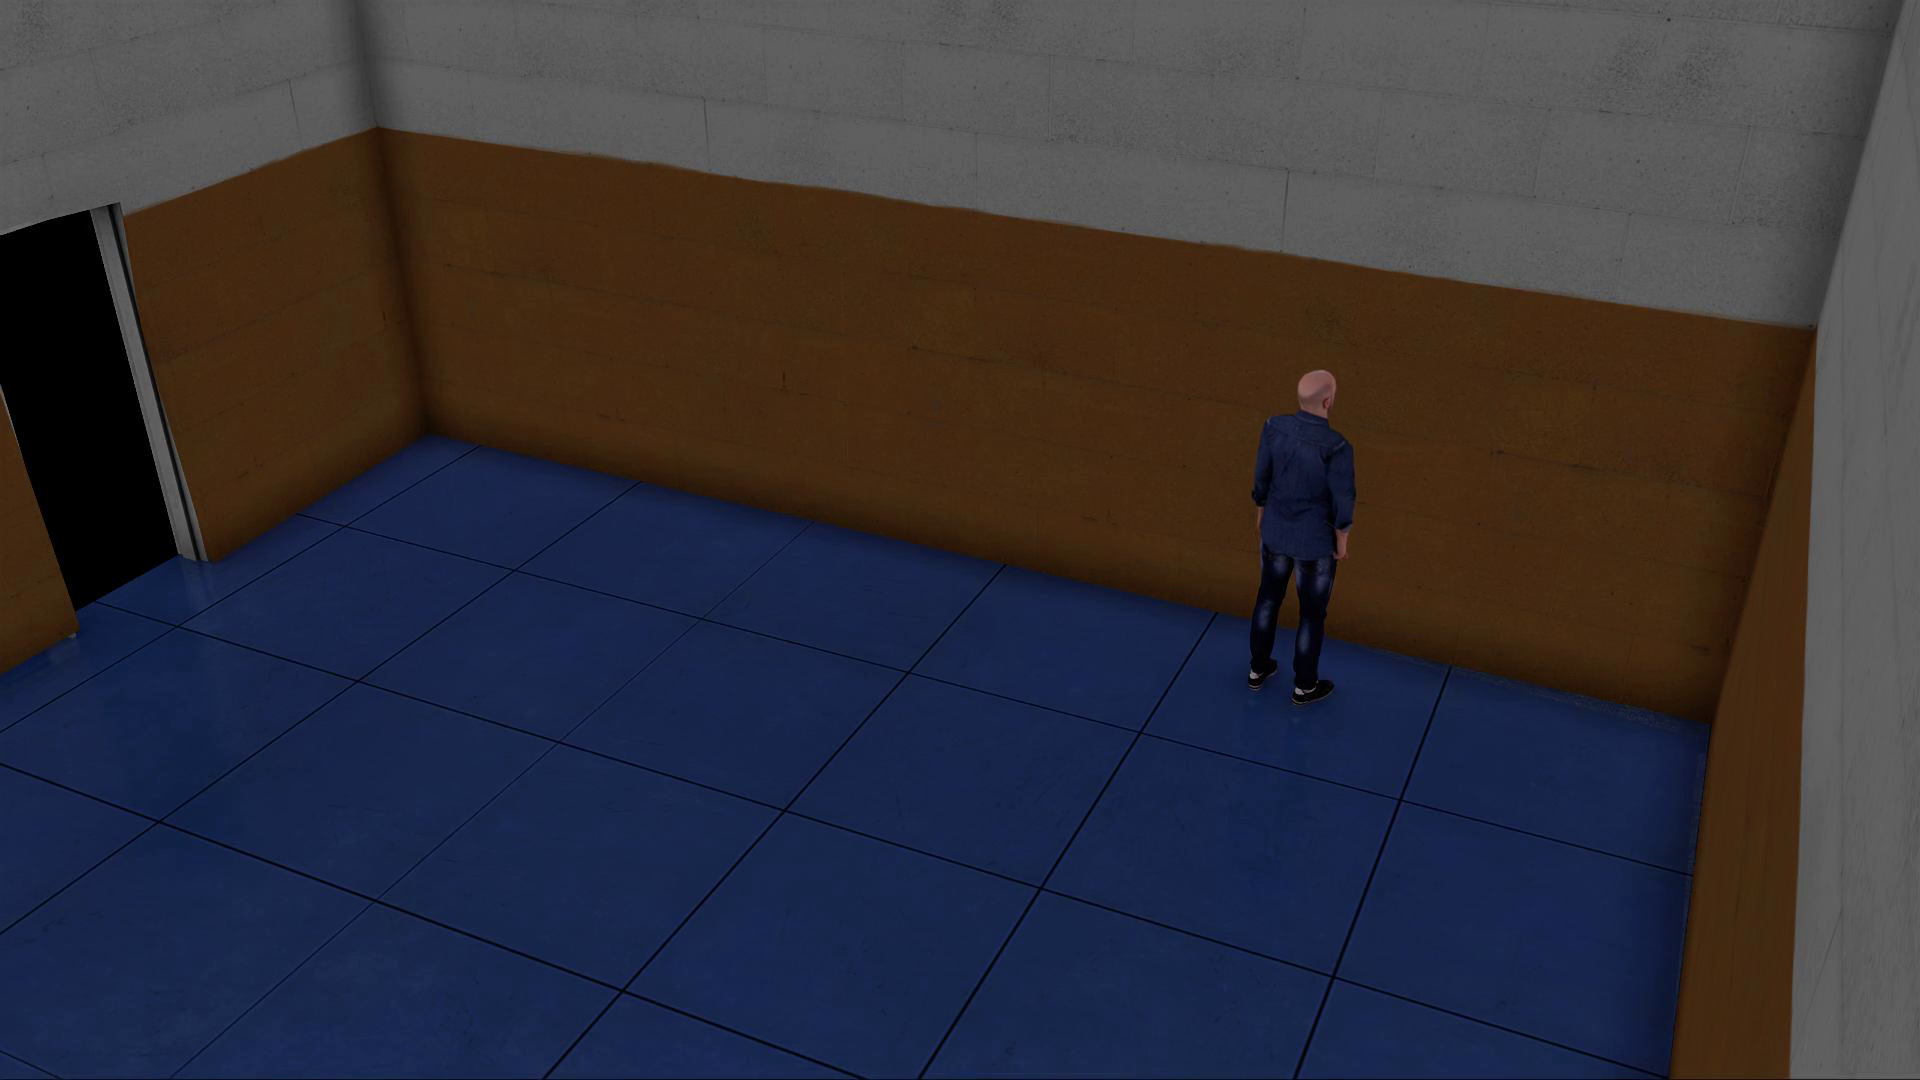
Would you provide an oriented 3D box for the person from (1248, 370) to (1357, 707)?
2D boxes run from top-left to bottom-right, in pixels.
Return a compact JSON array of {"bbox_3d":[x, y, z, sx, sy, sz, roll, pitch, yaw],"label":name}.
[{"bbox_3d":[1.737,-0.013,8.501,0.623,1.825,0.839,22,36,35],"label":"person"}]
